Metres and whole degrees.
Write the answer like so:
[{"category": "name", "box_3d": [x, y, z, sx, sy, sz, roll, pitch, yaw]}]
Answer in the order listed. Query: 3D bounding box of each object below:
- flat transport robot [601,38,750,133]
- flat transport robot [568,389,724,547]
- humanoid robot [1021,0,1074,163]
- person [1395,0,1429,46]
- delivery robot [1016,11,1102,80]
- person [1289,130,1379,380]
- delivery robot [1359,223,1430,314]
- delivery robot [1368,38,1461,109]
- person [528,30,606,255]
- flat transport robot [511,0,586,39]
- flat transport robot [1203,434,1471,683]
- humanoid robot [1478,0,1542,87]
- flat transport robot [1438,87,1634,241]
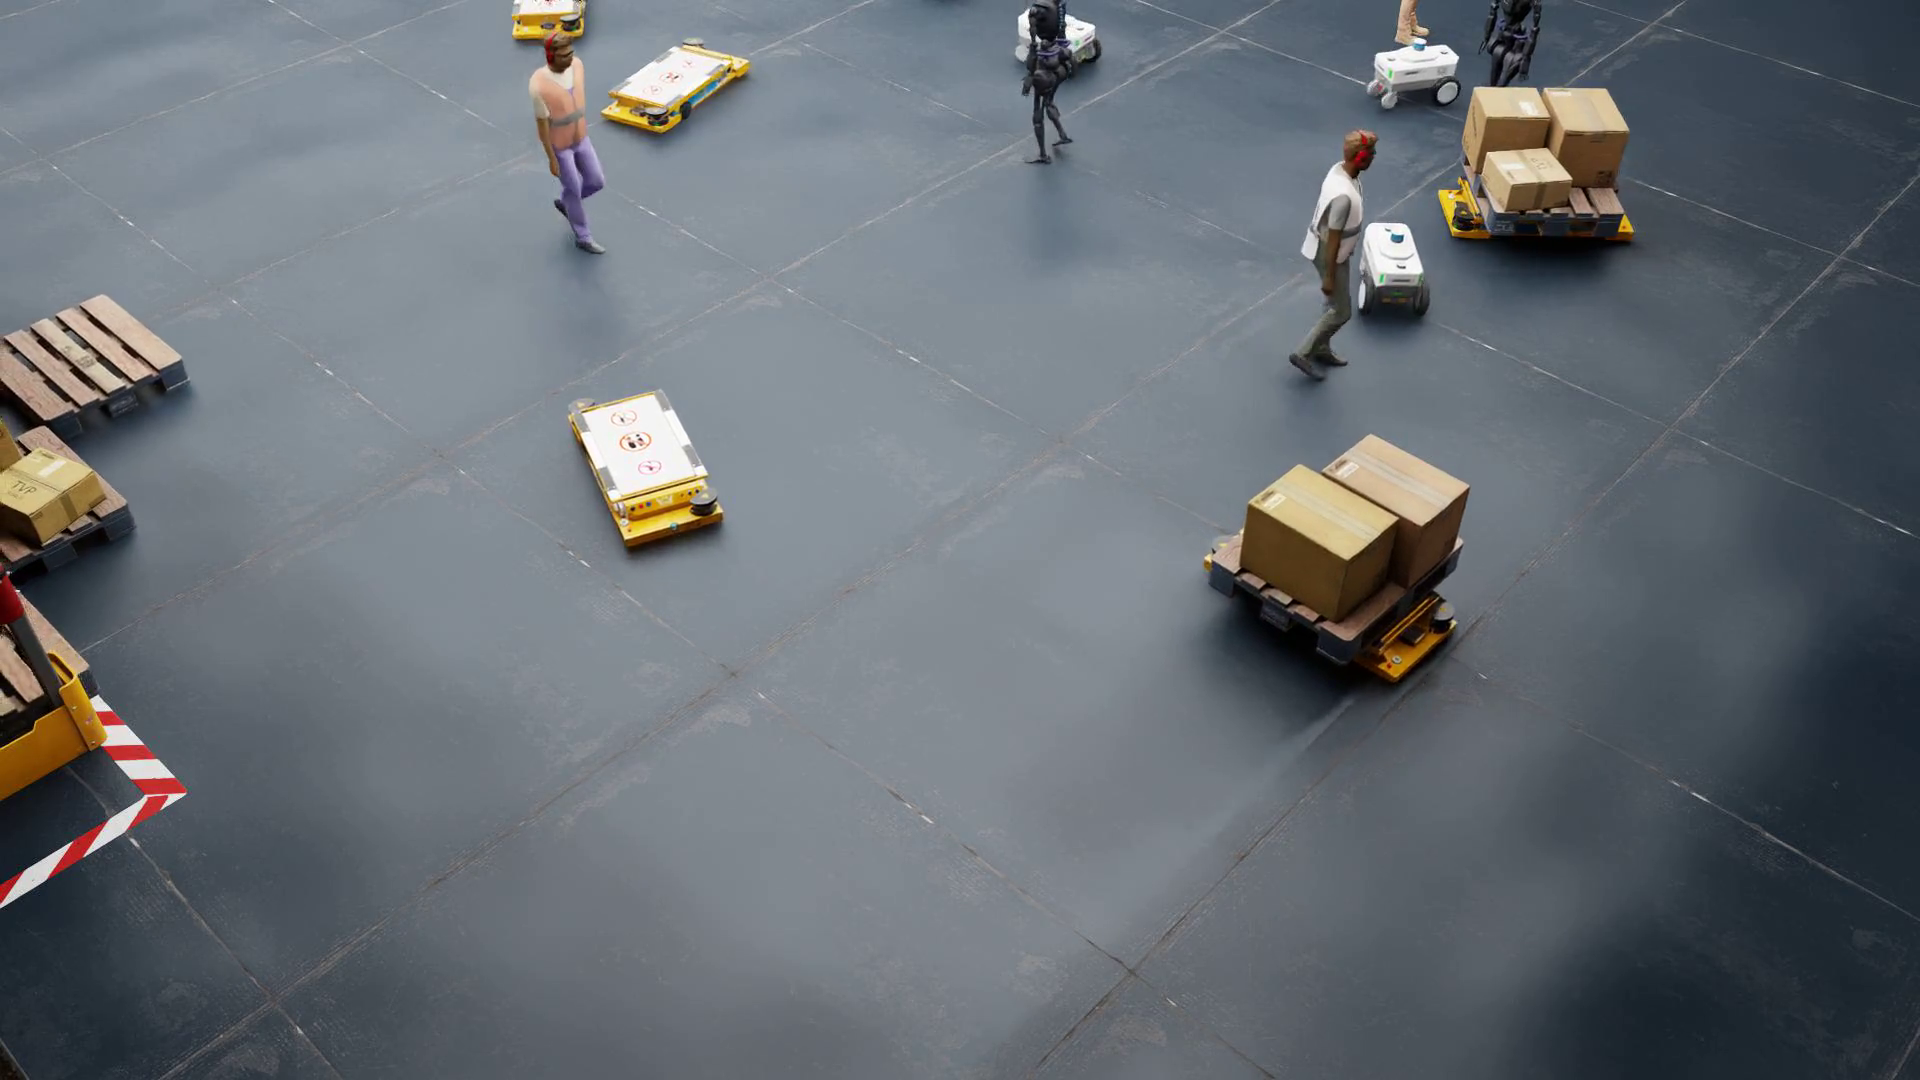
[{"category": "flat transport robot", "box_3d": [-2.579, -4.143, 15.130, 0.659, 0.231, 1.431, 19, 45, 20]}, {"category": "flat transport robot", "box_3d": [-2.123, -0.529, 11.114, 0.659, 0.231, 1.431, -17, 45, -18]}, {"category": "humanoid robot", "box_3d": [0.754, -3.960, 13.878, 0.417, 1.640, 0.608, 24, 47, 24]}, {"category": "person", "box_3d": [4.364, -5.508, 15.542, 0.309, 1.745, 0.492, 18, 45, 19]}, {"category": "delivery robot", "box_3d": [0.902, -4.689, 15.518, 0.788, 0.587, 0.499, 26, 48, 26]}, {"category": "person", "box_3d": [2.588, -1.962, 11.545, 0.438, 1.813, 0.657, 14, 44, 15]}, {"category": "delivery robot", "box_3d": [3.279, -2.086, 12.626, 0.499, 0.587, 0.788, 1, 42, 1]}, {"category": "delivery robot", "box_3d": [4.109, -4.232, 15.003, 0.769, 0.577, 0.499, -10, 43, -11]}, {"category": "person", "box_3d": [-3.028, -3.055, 12.759, 0.475, 1.823, 0.560, 22, 46, 23]}, {"category": "flat transport robot", "box_3d": [-4.043, -5.354, 16.477, 0.659, 0.231, 1.431, -4, 42, -4]}, {"category": "flat transport robot", "box_3d": [2.261, 0.296, 10.197, 0.659, 0.231, 1.431, -34, 52, -32]}, {"category": "humanoid robot", "box_3d": [4.666, -4.202, 14.143, 0.363, 1.643, 0.616, -19, 45, -20]}, {"category": "flat transport robot", "box_3d": [4.672, -2.687, 13.512, 1.431, 0.231, 0.659, 1, 42, 1]}]
